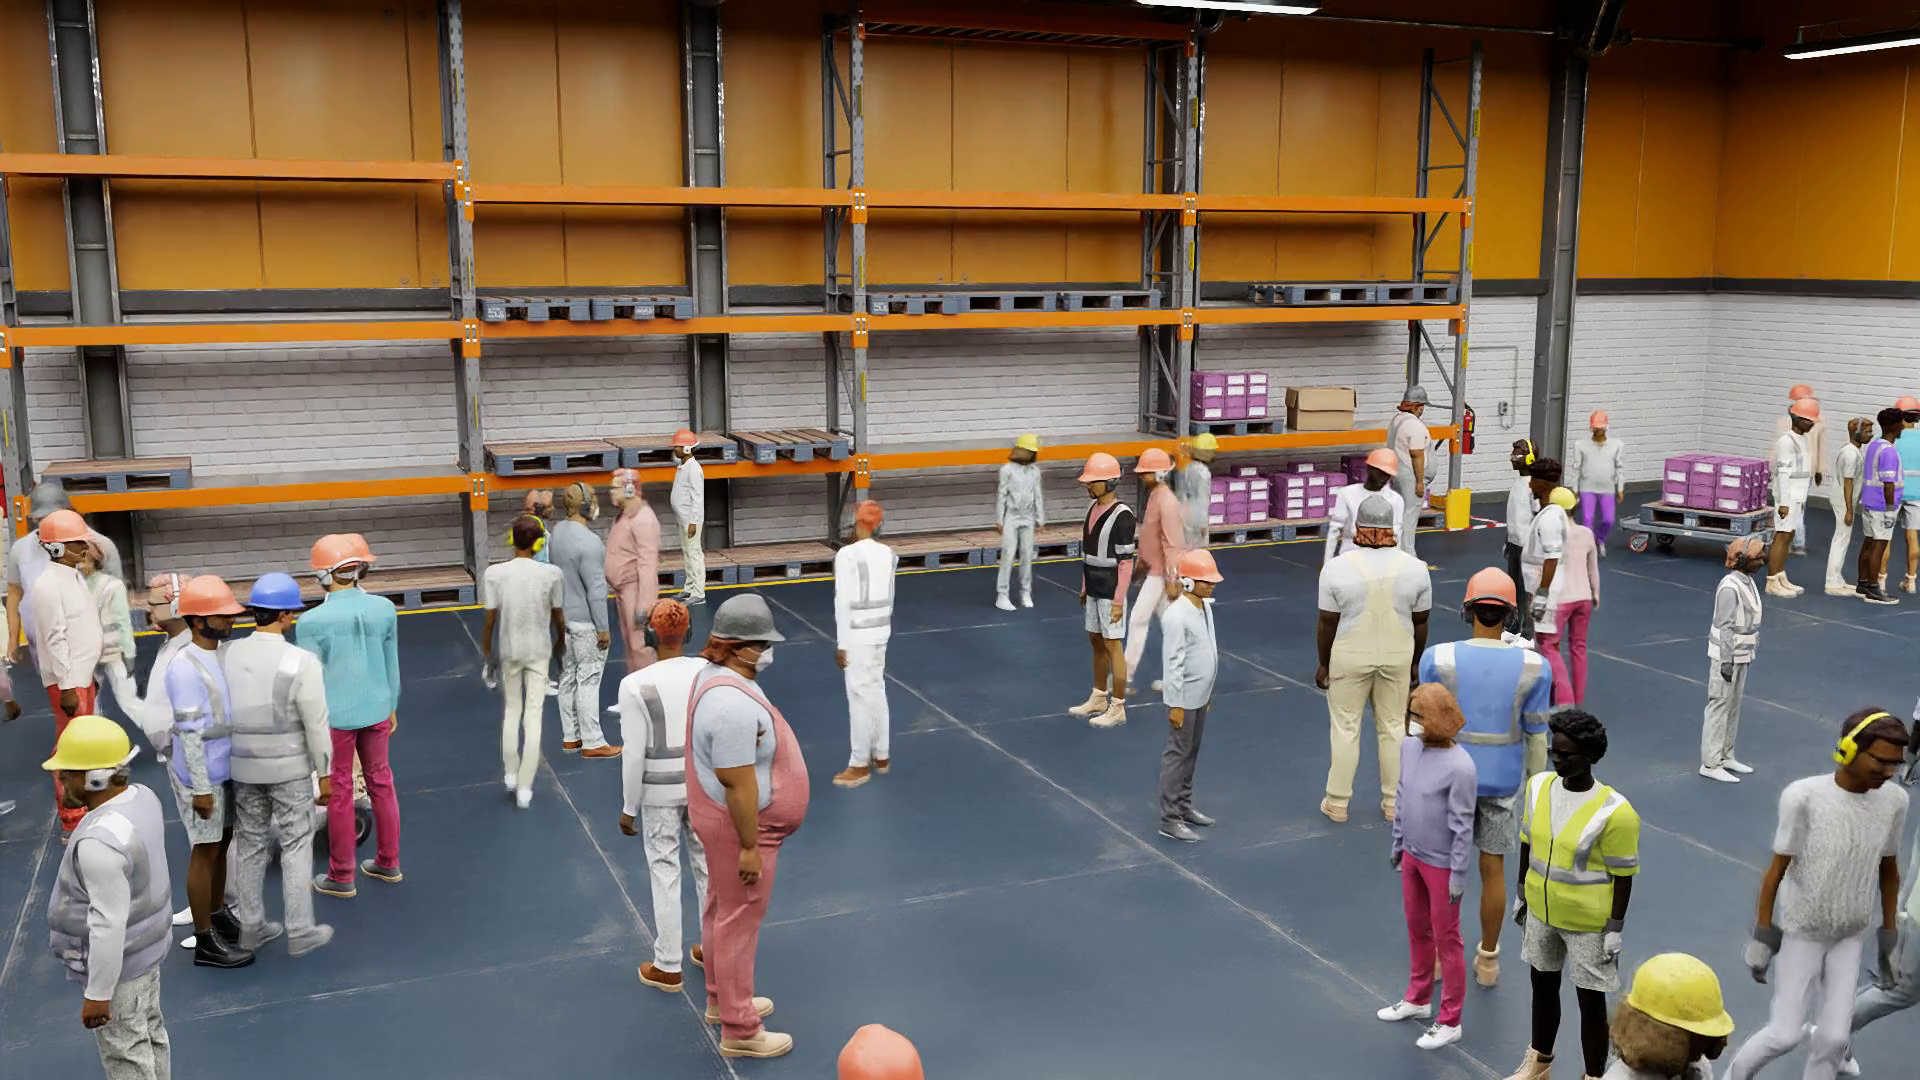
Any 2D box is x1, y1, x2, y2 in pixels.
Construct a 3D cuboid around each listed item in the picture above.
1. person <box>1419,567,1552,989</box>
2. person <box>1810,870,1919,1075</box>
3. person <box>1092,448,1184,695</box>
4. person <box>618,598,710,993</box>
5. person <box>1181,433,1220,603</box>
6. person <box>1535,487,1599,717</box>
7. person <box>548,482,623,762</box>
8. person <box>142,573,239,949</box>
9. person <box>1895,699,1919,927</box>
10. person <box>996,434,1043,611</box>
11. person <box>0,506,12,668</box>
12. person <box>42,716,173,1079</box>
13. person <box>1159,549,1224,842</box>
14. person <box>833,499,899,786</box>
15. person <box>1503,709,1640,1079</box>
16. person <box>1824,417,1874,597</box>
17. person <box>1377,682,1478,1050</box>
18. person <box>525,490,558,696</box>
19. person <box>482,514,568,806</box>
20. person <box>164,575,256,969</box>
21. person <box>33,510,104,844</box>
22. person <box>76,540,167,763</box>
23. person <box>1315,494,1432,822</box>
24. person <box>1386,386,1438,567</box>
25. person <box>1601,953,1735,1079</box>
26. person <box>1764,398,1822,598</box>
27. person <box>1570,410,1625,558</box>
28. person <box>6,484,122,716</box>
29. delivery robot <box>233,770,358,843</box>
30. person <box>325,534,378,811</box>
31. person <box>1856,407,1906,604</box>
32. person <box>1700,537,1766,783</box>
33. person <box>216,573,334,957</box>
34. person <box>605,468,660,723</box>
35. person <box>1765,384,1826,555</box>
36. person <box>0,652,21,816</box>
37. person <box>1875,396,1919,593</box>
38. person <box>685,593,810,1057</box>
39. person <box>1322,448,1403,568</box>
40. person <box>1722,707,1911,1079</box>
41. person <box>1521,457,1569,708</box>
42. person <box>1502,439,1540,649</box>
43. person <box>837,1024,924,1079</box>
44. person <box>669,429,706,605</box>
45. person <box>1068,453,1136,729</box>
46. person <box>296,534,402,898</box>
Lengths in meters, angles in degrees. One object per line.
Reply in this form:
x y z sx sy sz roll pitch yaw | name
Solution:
2.466 1.135 7.931 0.608 2.029 0.407 2 10 9 | person
3.966 1.537 6.832 0.761 1.602 0.540 9 13 42 | person
1.432 0.248 13.200 0.899 1.958 0.632 0 10 2 | person
-1.354 1.206 7.919 0.576 1.881 0.352 -8 13 -39 | person
2.294 -0.212 16.545 0.541 1.723 0.504 -2 10 -13 | person
4.626 0.467 12.589 0.676 1.750 0.416 -5 11 -27 | person
-2.601 0.559 11.491 0.372 1.939 0.632 -8 13 -39 | person
-3.907 1.105 8.434 0.401 1.906 0.650 -7 12 -34 | person
5.146 1.199 8.592 0.874 1.647 0.545 -4 11 -22 | person
0.585 -0.188 16.394 0.512 1.731 0.346 -7 12 -35 | person
-8.143 0.252 13.787 0.327 1.749 0.573 0 10 1 | person
-3.137 1.537 6.164 0.404 1.831 0.590 -3 10 -14 | person
1.398 0.913 9.979 0.342 1.749 0.573 5 11 26 | person
-0.667 0.678 11.074 0.350 1.863 0.738 6 12 33 | person
2.456 1.509 6.711 0.317 1.695 0.540 -6 11 -31 | person
9.071 -0.342 16.988 0.339 1.838 0.501 5 11 27 | person
2.087 1.428 7.385 0.277 1.628 0.500 -4 10 -19 | person
-3.327 0.415 13.187 0.308 1.636 0.523 -4 11 -21 | person
-2.783 0.743 10.698 0.528 1.840 0.727 -1 10 -6 | person
-3.667 1.128 8.209 0.364 1.939 0.542 -1 10 -7 | person
-5.266 0.807 9.894 0.379 1.995 0.612 -3 10 -17 | person
-5.738 0.769 11.225 0.547 1.614 0.671 3 10 18 | person
2.511 0.720 10.263 0.688 2.000 0.539 0 10 -1 | person
5.042 -0.716 18.537 0.535 2.000 0.679 -2 10 -9 | person
1.820 1.902 4.326 0.524 1.737 0.359 -8 12 -37 | person
8.489 -0.429 16.916 0.399 2.029 0.614 8 13 40 | person
7.163 -0.599 18.711 0.589 1.738 0.442 2 10 14 | person
-6.015 0.572 11.119 0.698 2.000 0.993 -1 10 -4 | person
-3.890 1.518 9.674 0.477 0.478 0.707 8 13 40 | delivery robot
-3.806 0.826 10.488 0.335 1.749 0.563 -3 10 -15 | person
9.237 -0.353 16.656 0.361 1.966 0.613 2 10 12 | person
5.140 0.787 11.064 0.312 1.634 0.515 8 13 39 | person
-3.397 1.123 8.277 0.624 1.931 0.419 2 10 13 | person
-2.456 0.408 12.452 0.403 1.907 0.646 -4 11 -23 | person
9.723 -0.846 19.533 0.617 1.959 0.922 -3 10 -14 | person
-5.902 0.933 9.941 0.559 1.717 0.781 4 11 21 | person
9.683 -0.466 17.129 0.614 2.035 0.410 2 10 10 | person
-0.931 1.227 7.346 0.535 2.000 0.685 -3 10 -17 | person
3.326 0.182 13.769 0.633 1.904 0.562 2 10 12 | person
3.264 1.508 6.336 0.565 1.843 0.509 -1 10 -4 | person
4.438 0.350 12.618 0.370 1.963 0.608 4 11 23 | person
4.940 0.038 14.689 0.328 1.872 0.513 -1 10 -7 | person
-0.159 1.975 3.888 0.564 1.741 0.347 -7 12 -36 | person
-2.721 -0.232 16.569 0.327 1.753 0.562 -4 11 -22 | person
1.046 0.369 12.286 0.386 2.042 0.605 -4 11 -22 | person
-3.344 0.952 9.096 0.403 1.986 0.611 7 12 35 | person
